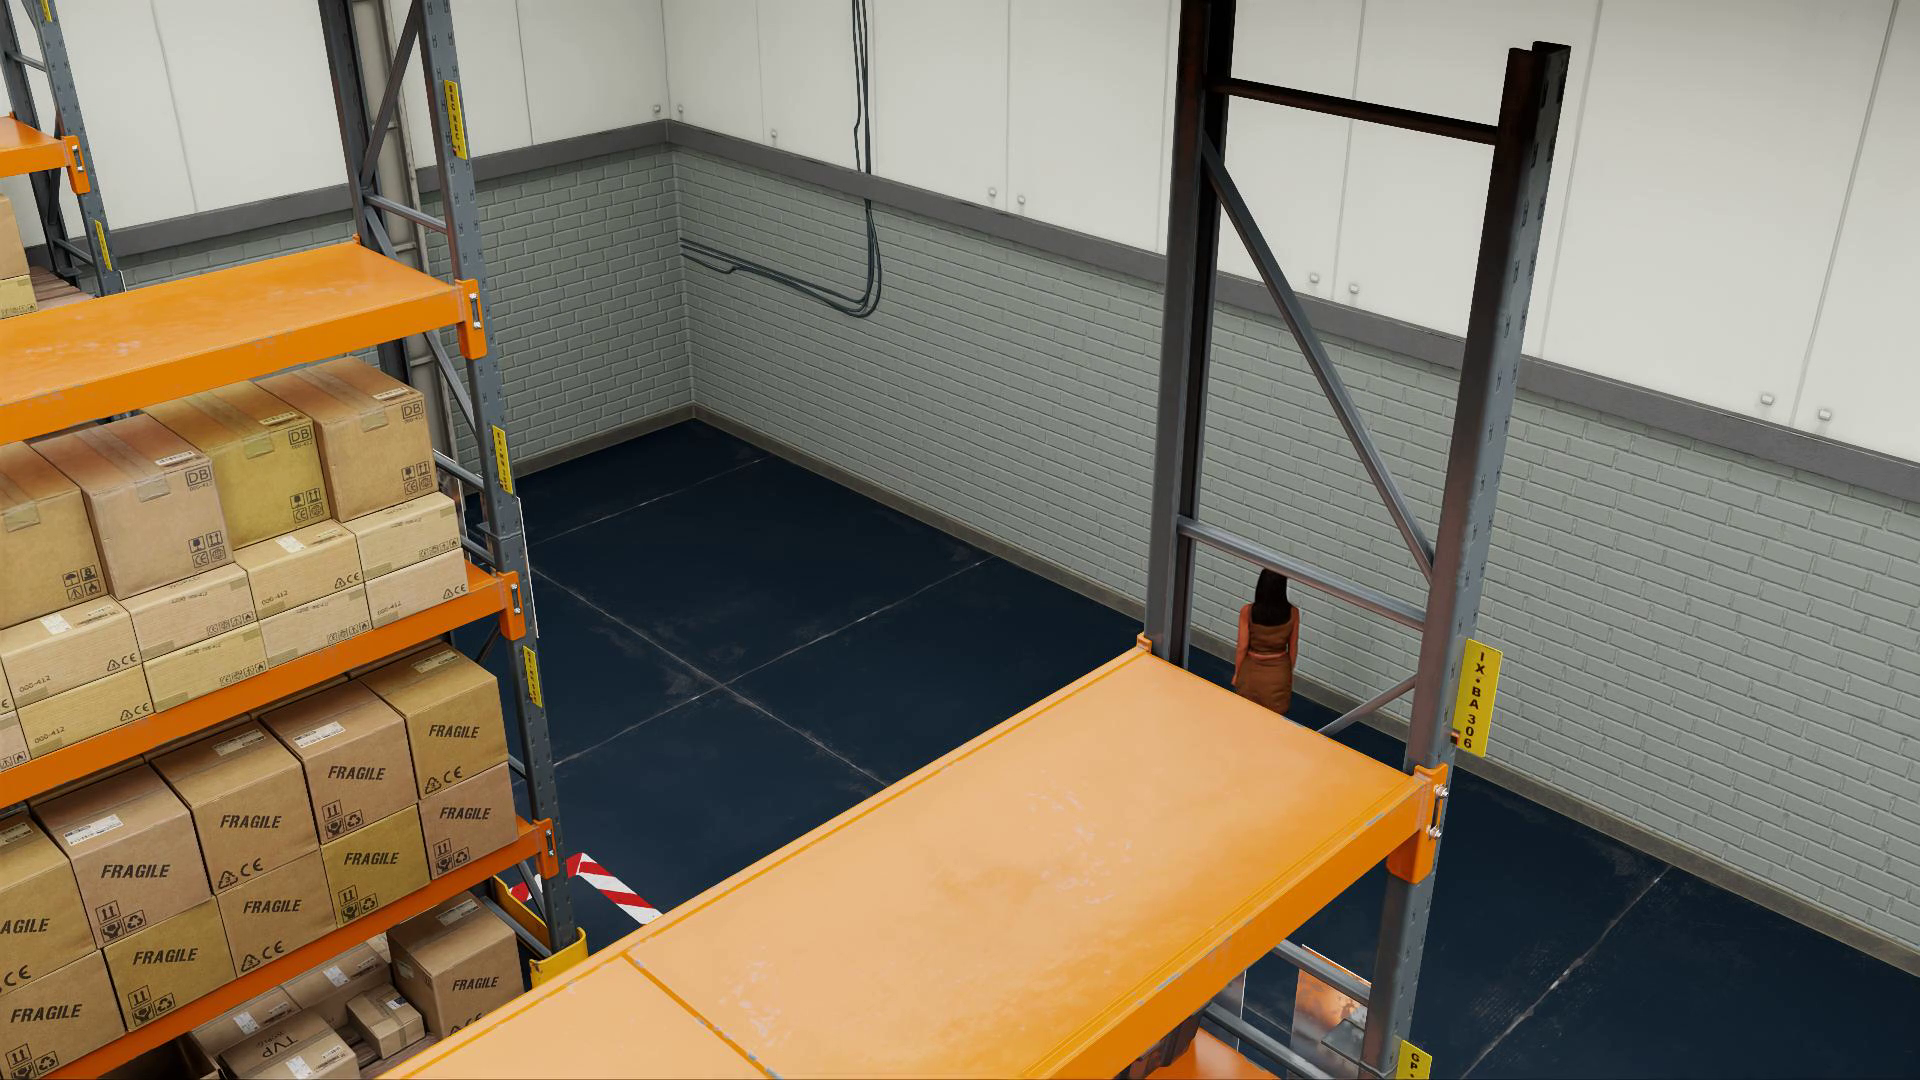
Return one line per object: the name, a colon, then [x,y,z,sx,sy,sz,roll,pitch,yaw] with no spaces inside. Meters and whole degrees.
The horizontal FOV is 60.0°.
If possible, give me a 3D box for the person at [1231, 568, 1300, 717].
person: [2.014,0.912,11.029,0.635,1.688,0.707,-2,27,-3]
